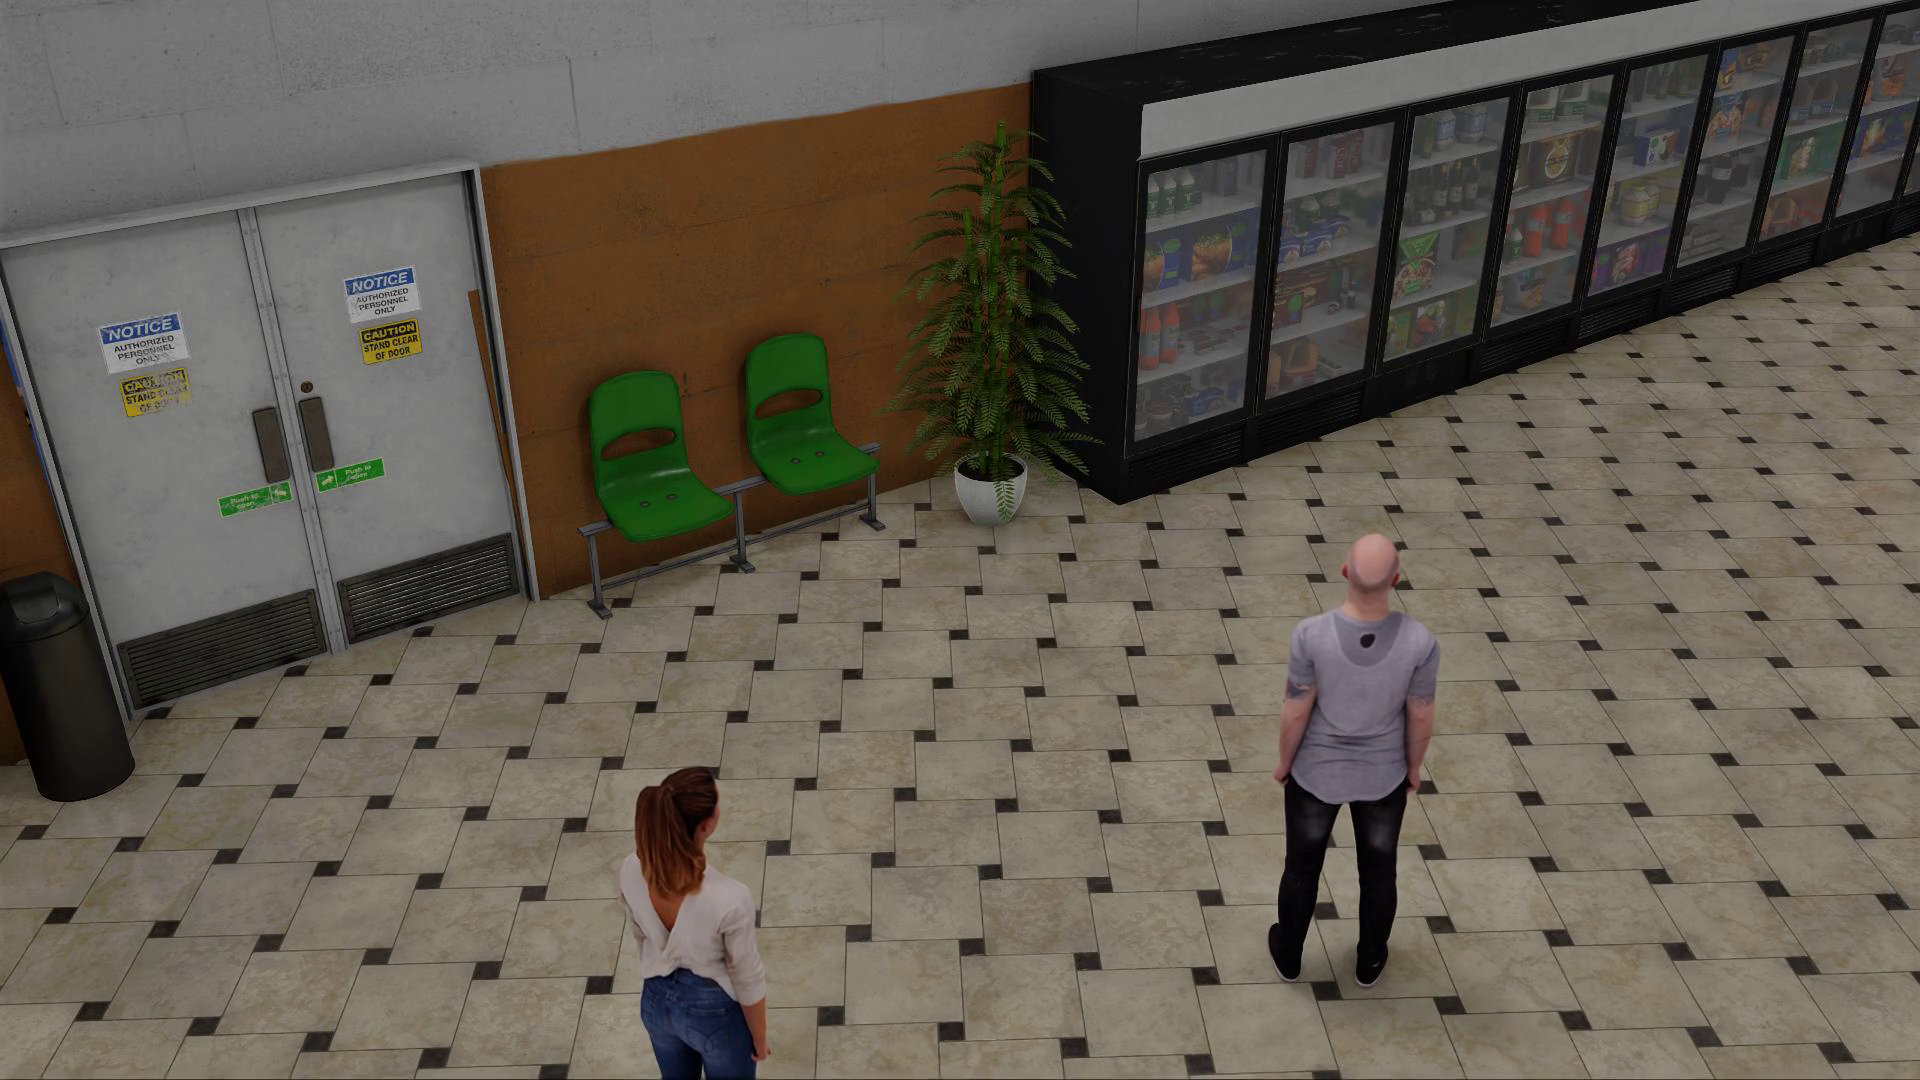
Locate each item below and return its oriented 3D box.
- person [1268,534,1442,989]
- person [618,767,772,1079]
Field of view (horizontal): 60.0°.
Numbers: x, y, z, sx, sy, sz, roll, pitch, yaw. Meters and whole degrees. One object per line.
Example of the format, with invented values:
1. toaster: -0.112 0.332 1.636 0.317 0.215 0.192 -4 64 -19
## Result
1. person: 1.356 0.793 5.812 0.756 1.837 0.815 5 29 9
2. person: -0.769 1.387 4.846 0.614 1.722 0.732 13 31 23
